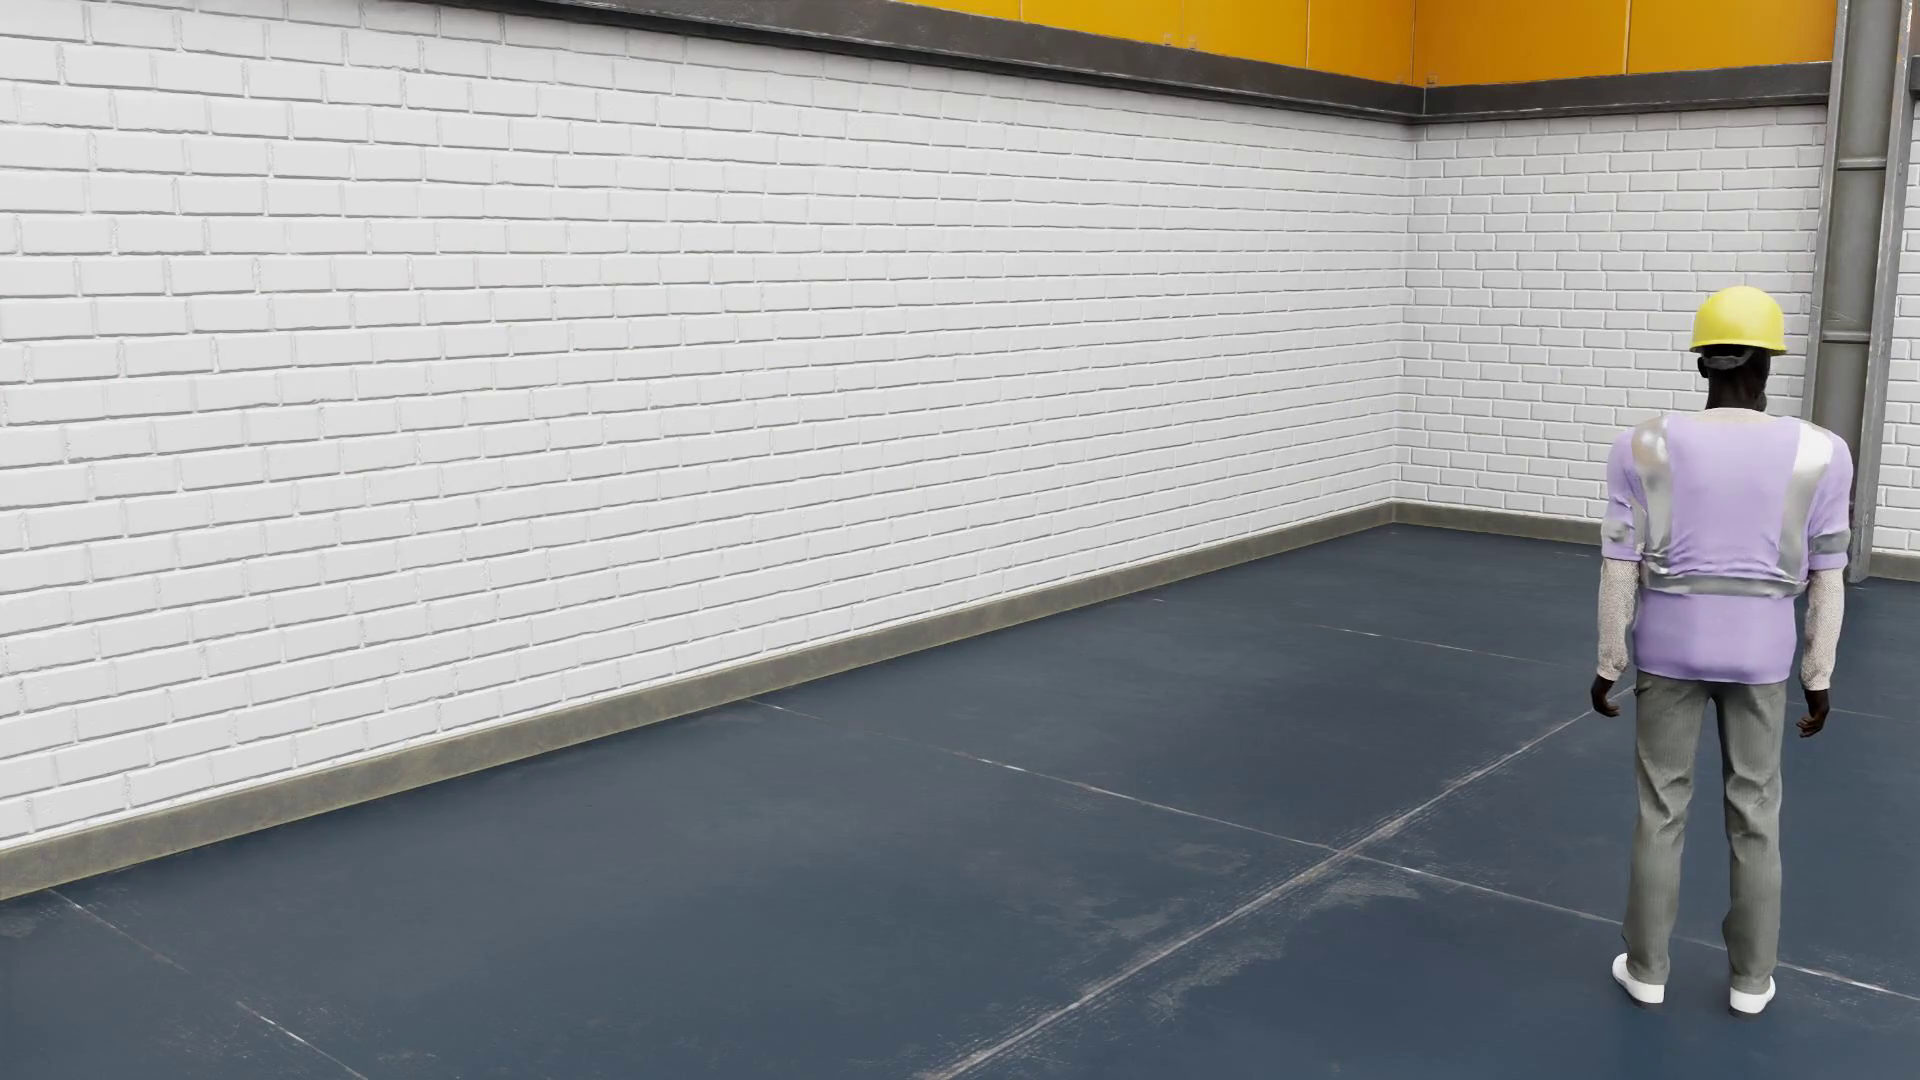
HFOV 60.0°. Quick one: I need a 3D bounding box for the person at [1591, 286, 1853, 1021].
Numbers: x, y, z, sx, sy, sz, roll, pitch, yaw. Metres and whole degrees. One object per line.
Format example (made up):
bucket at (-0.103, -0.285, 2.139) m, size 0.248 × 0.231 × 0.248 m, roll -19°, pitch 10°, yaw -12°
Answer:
person at (1.984, 0.302, 4.392) m, size 0.594 × 1.922 × 0.375 m, roll 3°, pitch 10°, yaw 17°
